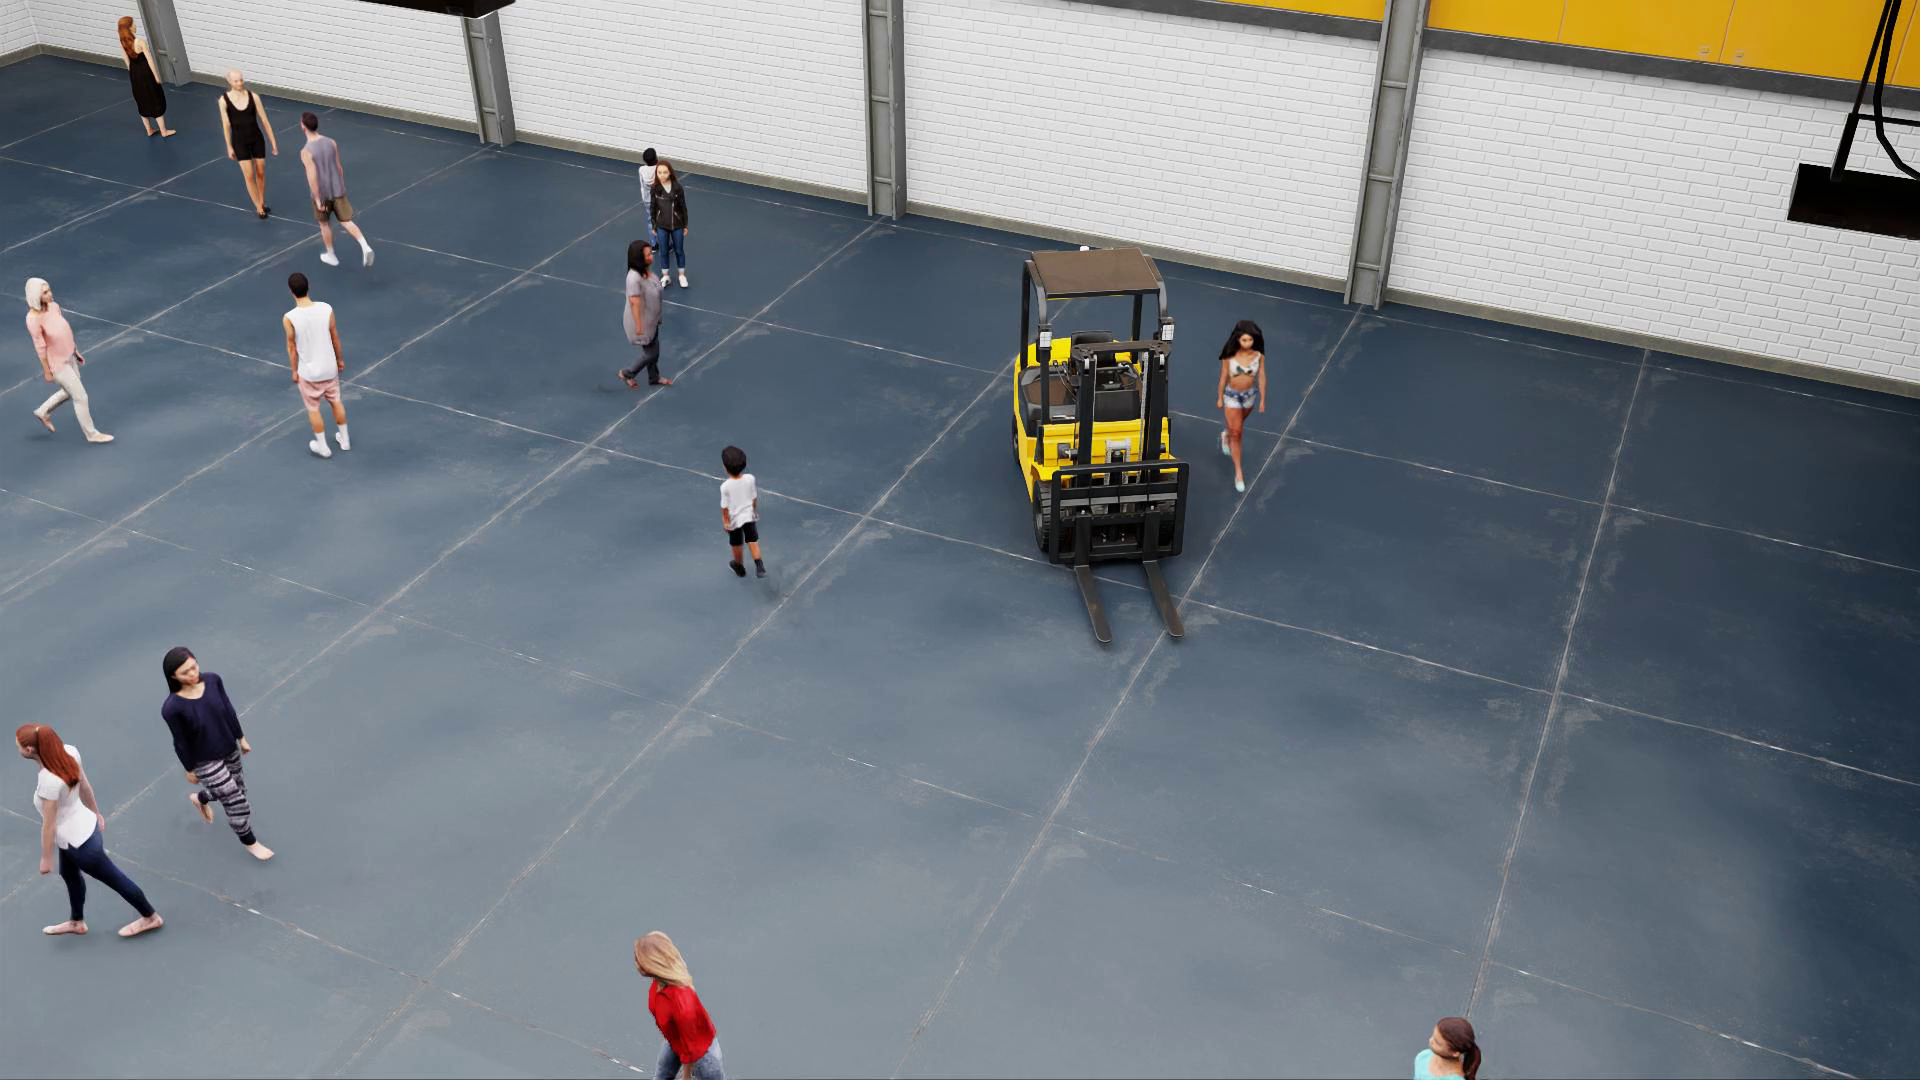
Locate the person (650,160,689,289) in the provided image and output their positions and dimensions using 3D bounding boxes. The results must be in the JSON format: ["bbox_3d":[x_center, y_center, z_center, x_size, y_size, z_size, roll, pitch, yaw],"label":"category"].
[{"bbox_3d":[-3.248,-3.541,18.607,0.579,1.483,0.693,-3,34,-4],"label":"person"}]

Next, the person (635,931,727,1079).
[{"bbox_3d":[-1.405,2.746,8.988,0.978,1.660,0.944,-27,42,-35],"label":"person"}]

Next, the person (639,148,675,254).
[{"bbox_3d":[-3.568,-3.981,19.470,0.487,1.260,0.583,6,34,8],"label":"person"}]

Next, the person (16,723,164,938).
[{"bbox_3d":[-5.347,1.830,10.326,1.021,1.705,0.946,-11,35,-16],"label":"person"}]

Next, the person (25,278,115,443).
[{"bbox_3d":[-8.521,-1.671,15.593,1.050,1.705,0.863,-1,34,-1],"label":"person"}]

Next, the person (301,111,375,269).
[{"bbox_3d":[-7.037,-3.879,18.640,1.163,1.824,0.801,24,41,32],"label":"person"}]

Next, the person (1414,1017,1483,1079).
[{"bbox_3d":[2.528,3.027,8.659,0.670,1.556,0.635,3,34,5],"label":"person"}]

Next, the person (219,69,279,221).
[{"bbox_3d":[-8.711,-4.874,20.326,0.921,1.799,1.022,-21,39,-29],"label":"person"}]

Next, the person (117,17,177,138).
[{"bbox_3d":[-11.128,-6.301,22.629,0.558,1.626,0.674,8,34,11],"label":"person"}]

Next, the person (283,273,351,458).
[{"bbox_3d":[-5.966,-1.611,15.436,0.734,1.778,0.720,-27,42,-35],"label":"person"}]

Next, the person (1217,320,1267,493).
[{"bbox_3d":[2.527,-1.299,15.149,1.077,1.576,1.015,-5,34,-8],"label":"person"}]

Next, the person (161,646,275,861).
[{"bbox_3d":[-4.991,1.380,10.998,0.914,1.710,0.598,16,37,22],"label":"person"}]

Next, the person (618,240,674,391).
[{"bbox_3d":[-3.216,-2.223,16.523,0.882,1.595,0.791,-1,34,-1],"label":"person"}]

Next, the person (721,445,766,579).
[{"bbox_3d":[-1.791,-0.195,13.779,0.691,1.254,0.793,-19,38,-26],"label":"person"}]
